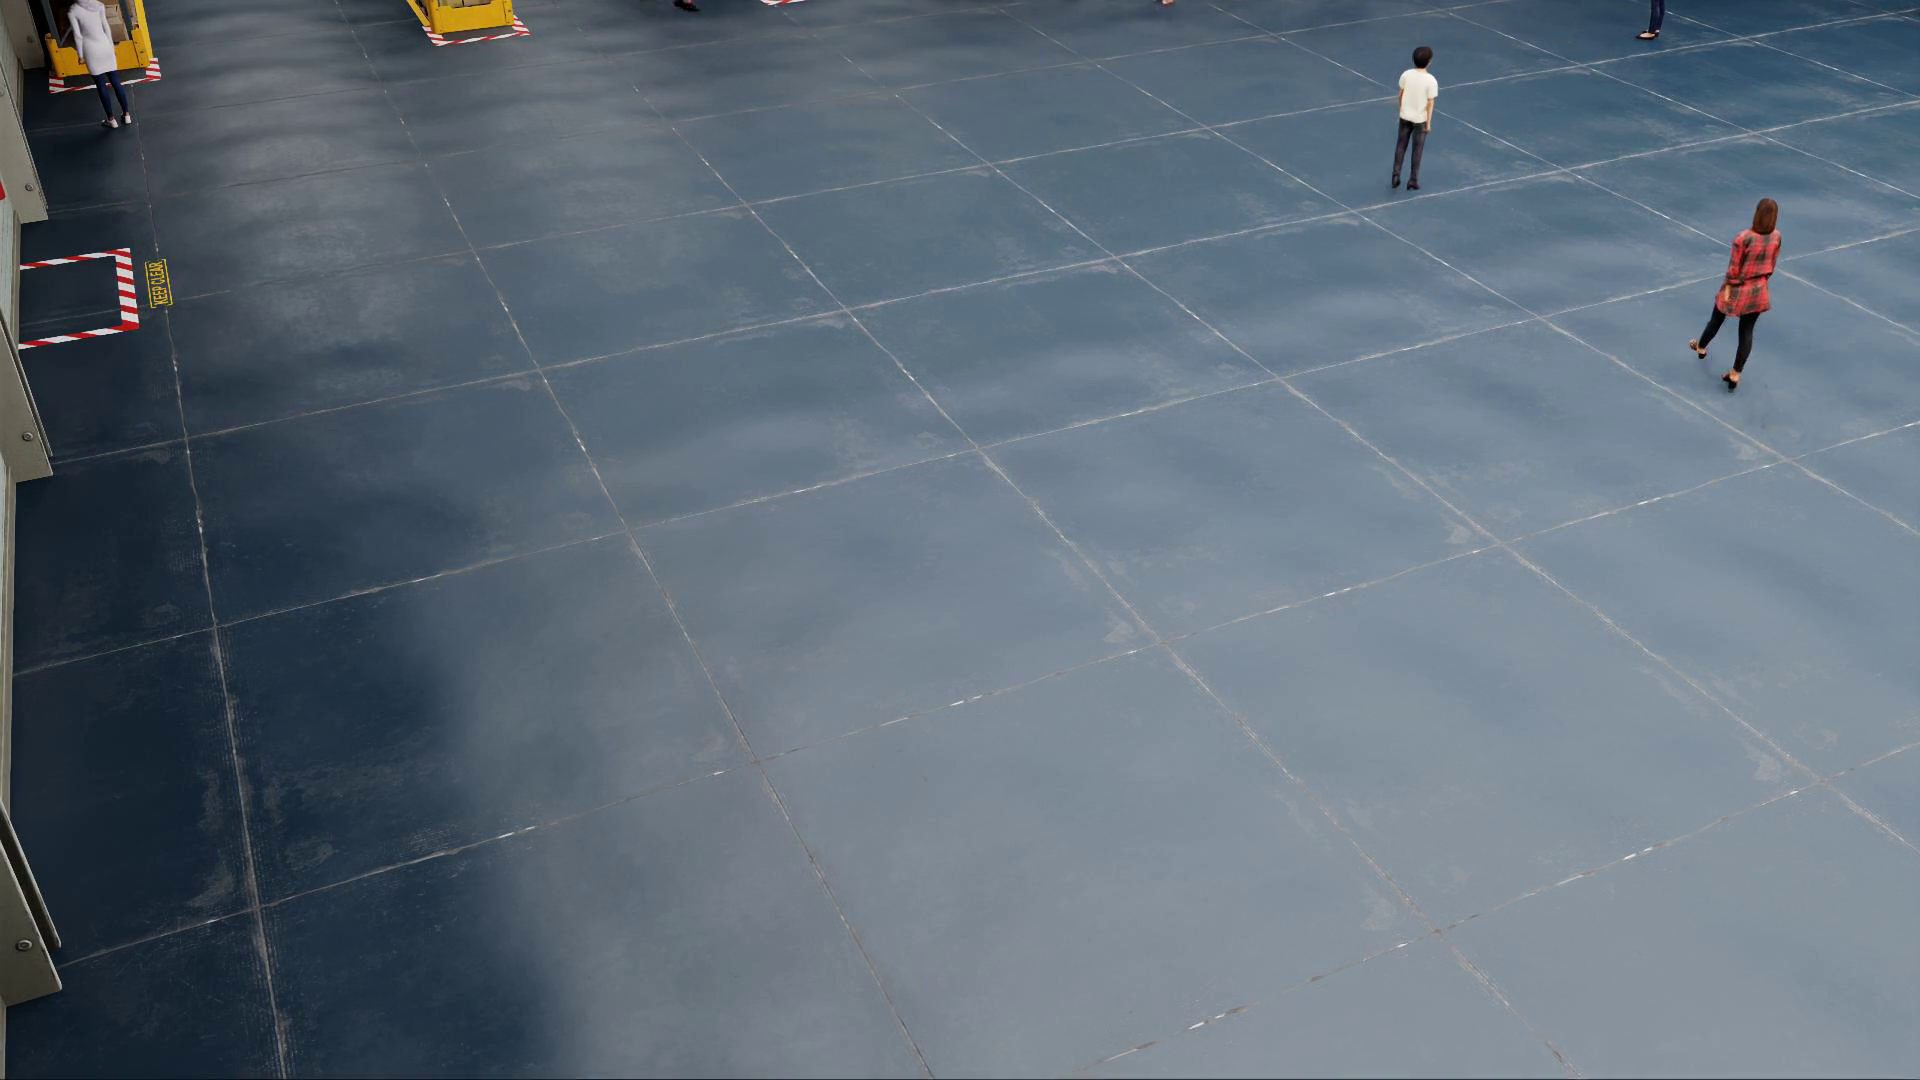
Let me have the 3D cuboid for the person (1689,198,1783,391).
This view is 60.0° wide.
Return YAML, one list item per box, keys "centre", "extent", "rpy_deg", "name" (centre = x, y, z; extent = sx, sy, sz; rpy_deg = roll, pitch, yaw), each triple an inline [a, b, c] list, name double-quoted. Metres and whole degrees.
- centre: [6.849, -2.100, 14.441]
  extent: [0.865, 1.662, 1.112]
  rpy_deg: [-2, 33, -3]
  name: "person"

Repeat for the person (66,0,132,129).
- centre: [-10.478, -5.923, 20.215]
  extent: [0.663, 1.775, 0.682]
  rpy_deg: [26, 41, 34]
  name: "person"

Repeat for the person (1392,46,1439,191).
- centre: [5.044, -4.681, 18.478]
  extent: [0.568, 1.588, 0.716]
  rpy_deg: [24, 40, 32]
  name: "person"

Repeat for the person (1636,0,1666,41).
- centre: [9.861, -7.916, 23.328]
  extent: [0.649, 1.722, 0.657]
  rpy_deg: [24, 40, 32]
  name: "person"

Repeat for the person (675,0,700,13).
- centre: [-4.200, -8.681, 24.540]
  extent: [0.965, 1.683, 0.894]
  rpy_deg: [15, 36, 22]
  name: "person"
